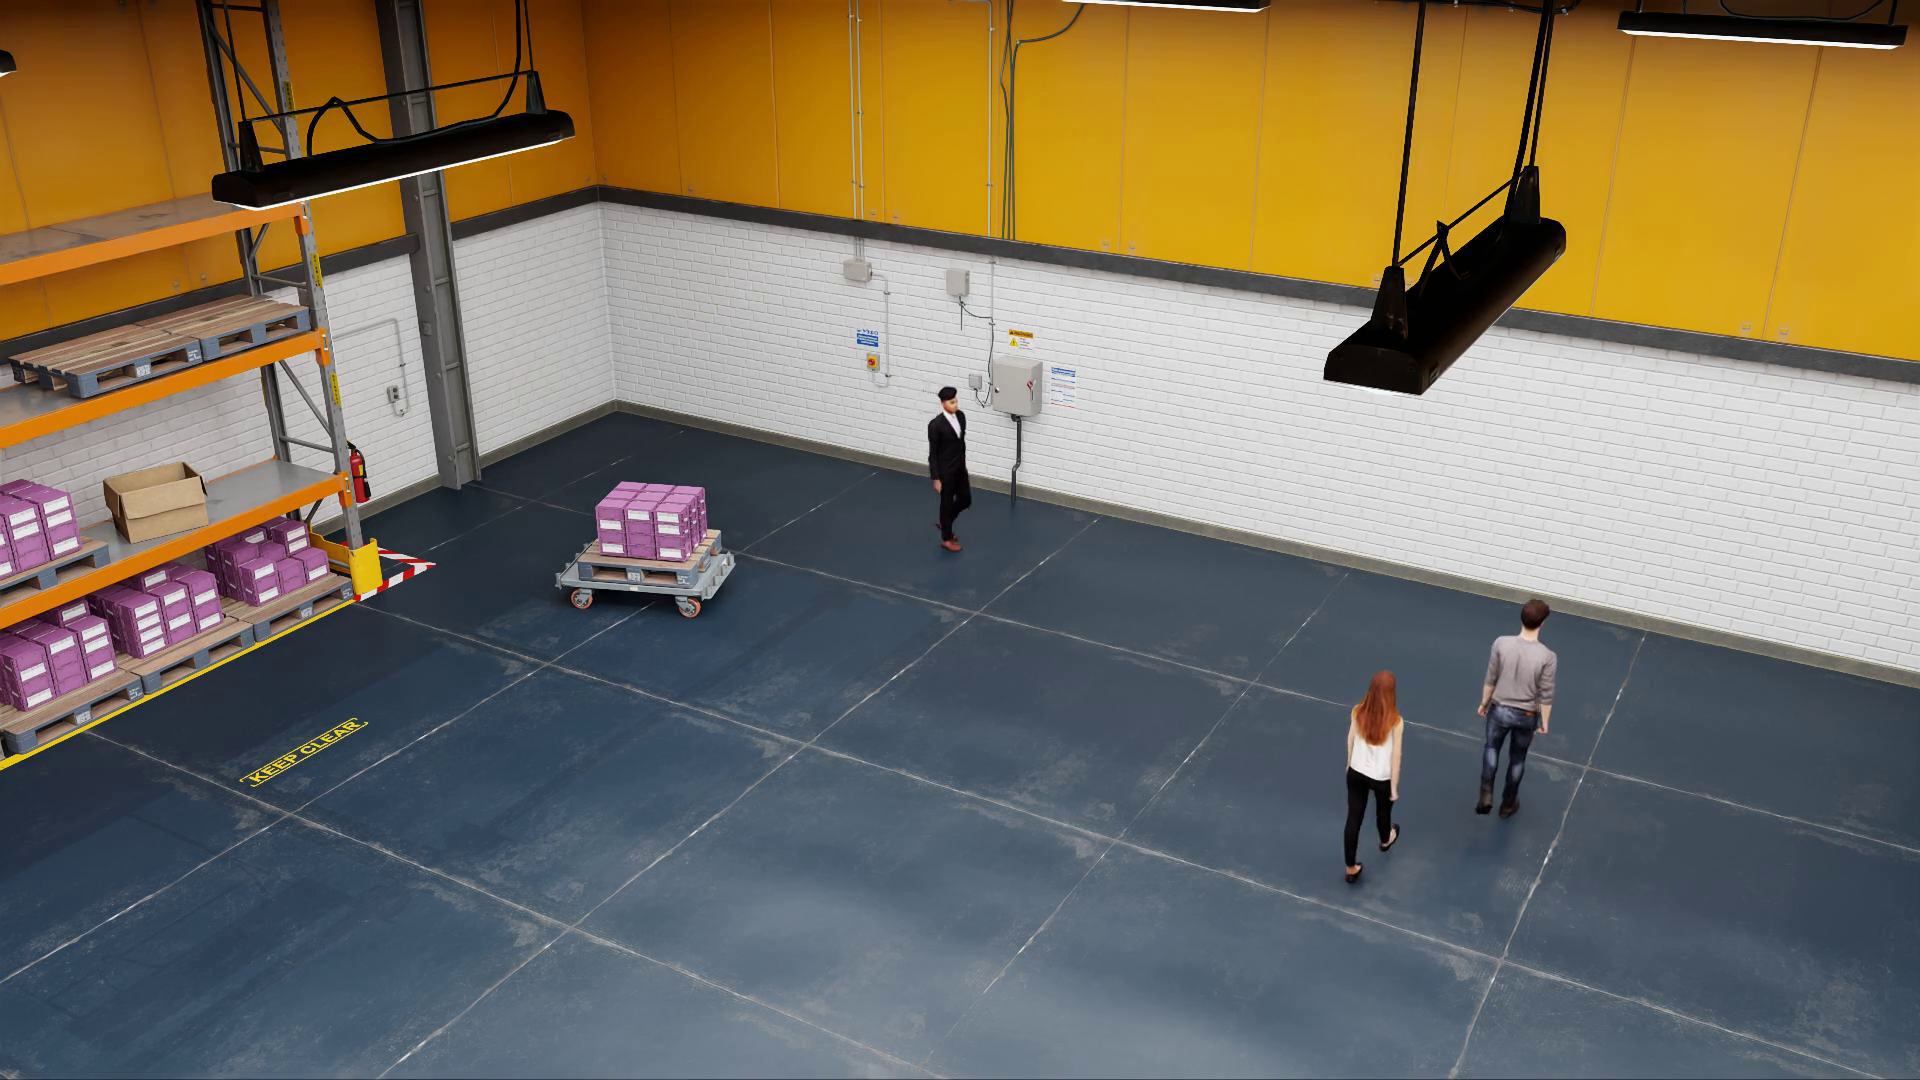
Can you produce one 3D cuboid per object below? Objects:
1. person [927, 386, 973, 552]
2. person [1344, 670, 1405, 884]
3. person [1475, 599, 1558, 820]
[{"bbox_3d":[-0.173,-0.799,18.030,0.854,1.874,0.705,20,30,37],"label":"person"},{"bbox_3d":[3.019,1.790,12.331,0.642,1.695,0.977,15,28,30],"label":"person"},{"bbox_3d":[4.311,1.384,13.016,0.689,1.889,0.810,13,27,27],"label":"person"}]
